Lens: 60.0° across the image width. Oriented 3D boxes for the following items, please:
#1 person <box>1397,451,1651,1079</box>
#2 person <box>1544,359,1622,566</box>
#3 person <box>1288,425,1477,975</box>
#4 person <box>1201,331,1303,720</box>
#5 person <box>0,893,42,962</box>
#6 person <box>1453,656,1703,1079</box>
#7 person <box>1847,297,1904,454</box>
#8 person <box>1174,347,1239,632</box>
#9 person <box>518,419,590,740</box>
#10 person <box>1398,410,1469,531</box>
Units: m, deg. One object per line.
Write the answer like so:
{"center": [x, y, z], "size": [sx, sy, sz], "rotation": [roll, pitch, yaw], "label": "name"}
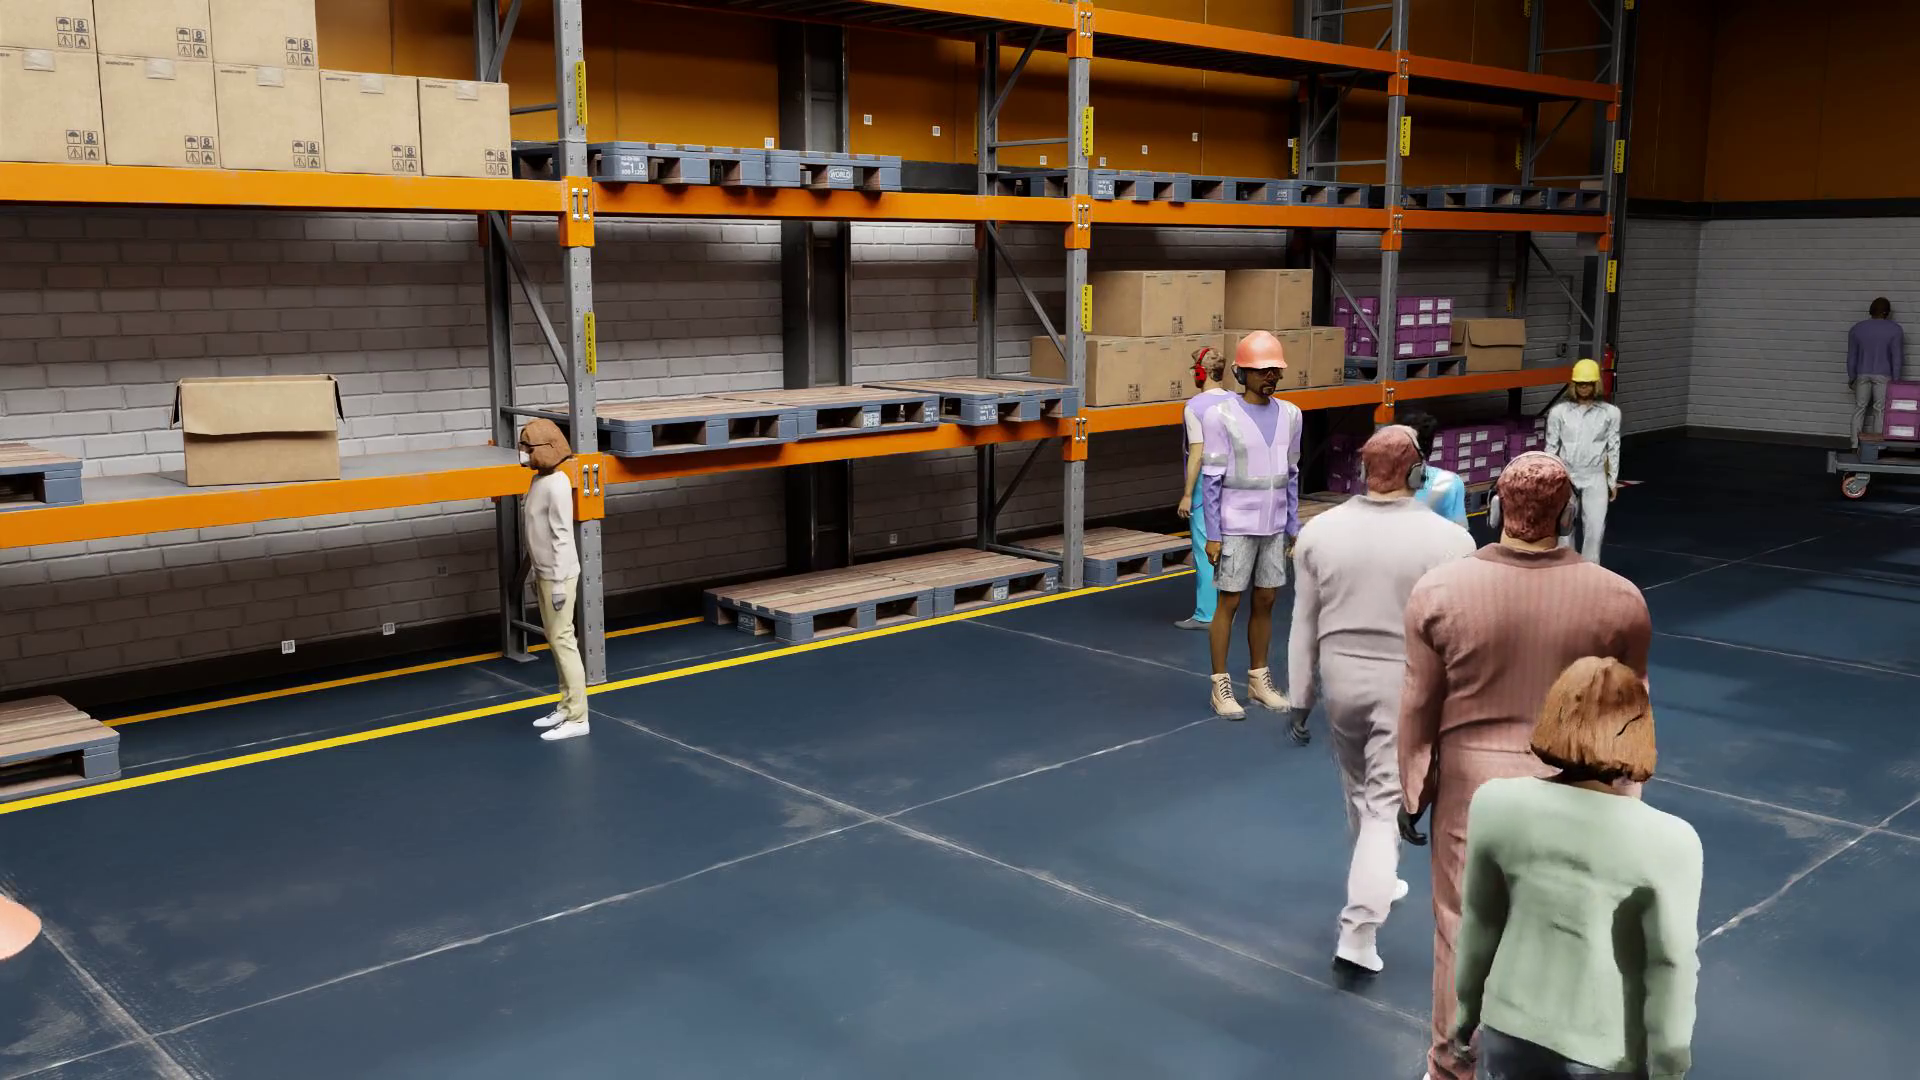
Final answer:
{"center": [1.541, 0.705, 4.606], "size": [0.652, 1.906, 0.404], "rotation": [3, 10, 15], "label": "person"}
{"center": [4.318, -0.389, 11.580], "size": [0.503, 1.711, 0.815], "rotation": [4, 10, 21], "label": "person"}
{"center": [1.478, 0.531, 5.800], "size": [0.657, 1.865, 1.011], "rotation": [7, 12, 34], "label": "person"}
{"center": [1.557, -0.076, 8.780], "size": [0.608, 2.044, 0.377], "rotation": [-5, 11, -26], "label": "person"}
{"center": [-1.045, 1.168, 1.567], "size": [0.450, 2.029, 0.619], "rotation": [-1, 10, -7], "label": "person"}
{"center": [1.215, 1.050, 3.413], "size": [0.519, 1.620, 0.465], "rotation": [9, 13, 42], "label": "person"}
{"center": [11.123, -1.979, 20.244], "size": [0.372, 1.934, 0.627], "rotation": [-8, 13, -40], "label": "person"}
{"center": [1.637, -0.321, 10.787], "size": [0.373, 1.843, 0.571], "rotation": [9, 13, 42], "label": "person"}
{"center": [-2.057, 0.197, 8.416], "size": [0.288, 1.629, 0.500], "rotation": [-4, 11, -25], "label": "person"}
{"center": [2.258, 0.173, 8.430], "size": [0.831, 1.663, 0.533], "rotation": [-8, 13, -41], "label": "person"}
